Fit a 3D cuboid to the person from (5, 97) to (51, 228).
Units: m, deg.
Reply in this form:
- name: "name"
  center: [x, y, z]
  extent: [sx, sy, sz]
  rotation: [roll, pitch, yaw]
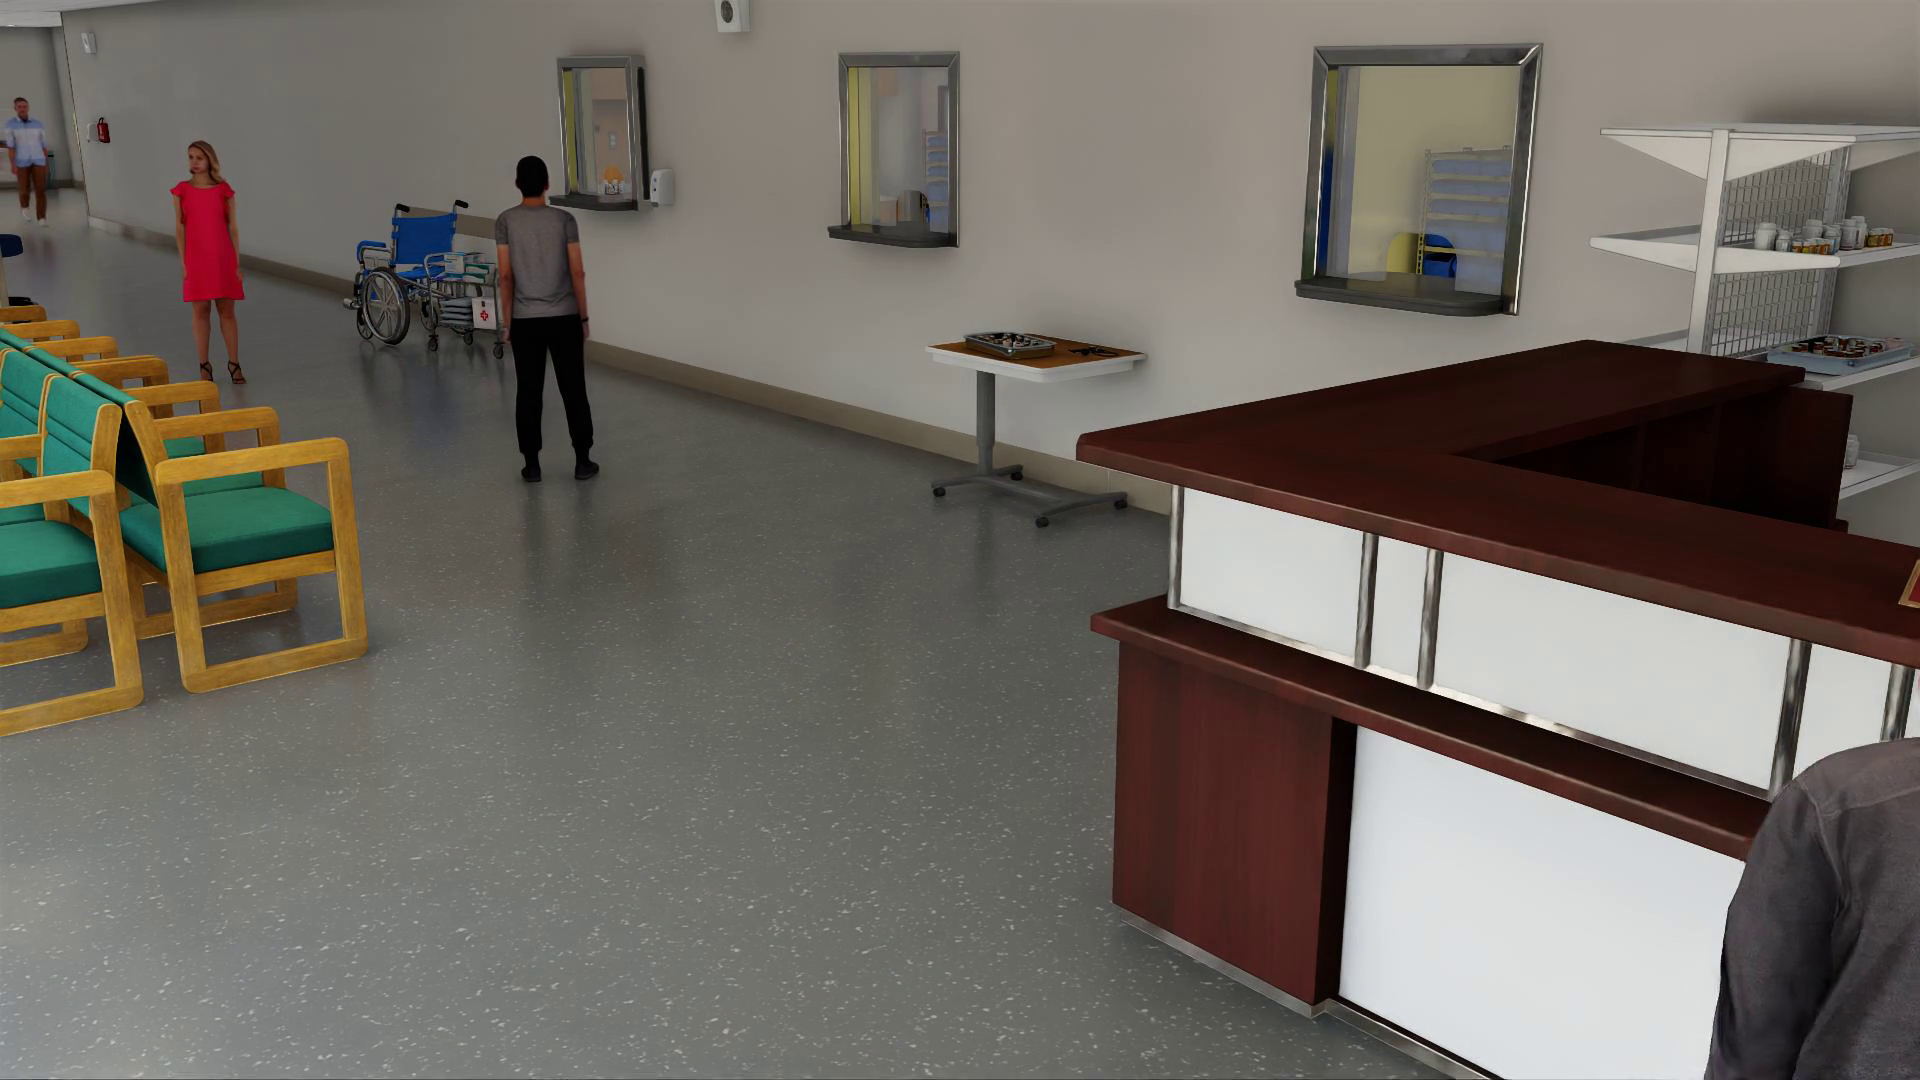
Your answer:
- name: "person"
  center: [-13.371, -5.407, 23.879]
  extent: [0.938, 1.804, 0.755]
  rotation: [-12, 20, -37]

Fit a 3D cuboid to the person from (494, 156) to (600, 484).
- name: "person"
  center: [-2.254, -1.197, 9.037]
  extent: [0.652, 1.754, 0.764]
  rotation: [-3, 16, -9]

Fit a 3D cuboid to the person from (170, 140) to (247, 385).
- name: "person"
  center: [-5.338, -1.974, 11.846]
  extent: [0.561, 1.727, 0.690]
  rotation: [-7, 17, -23]
